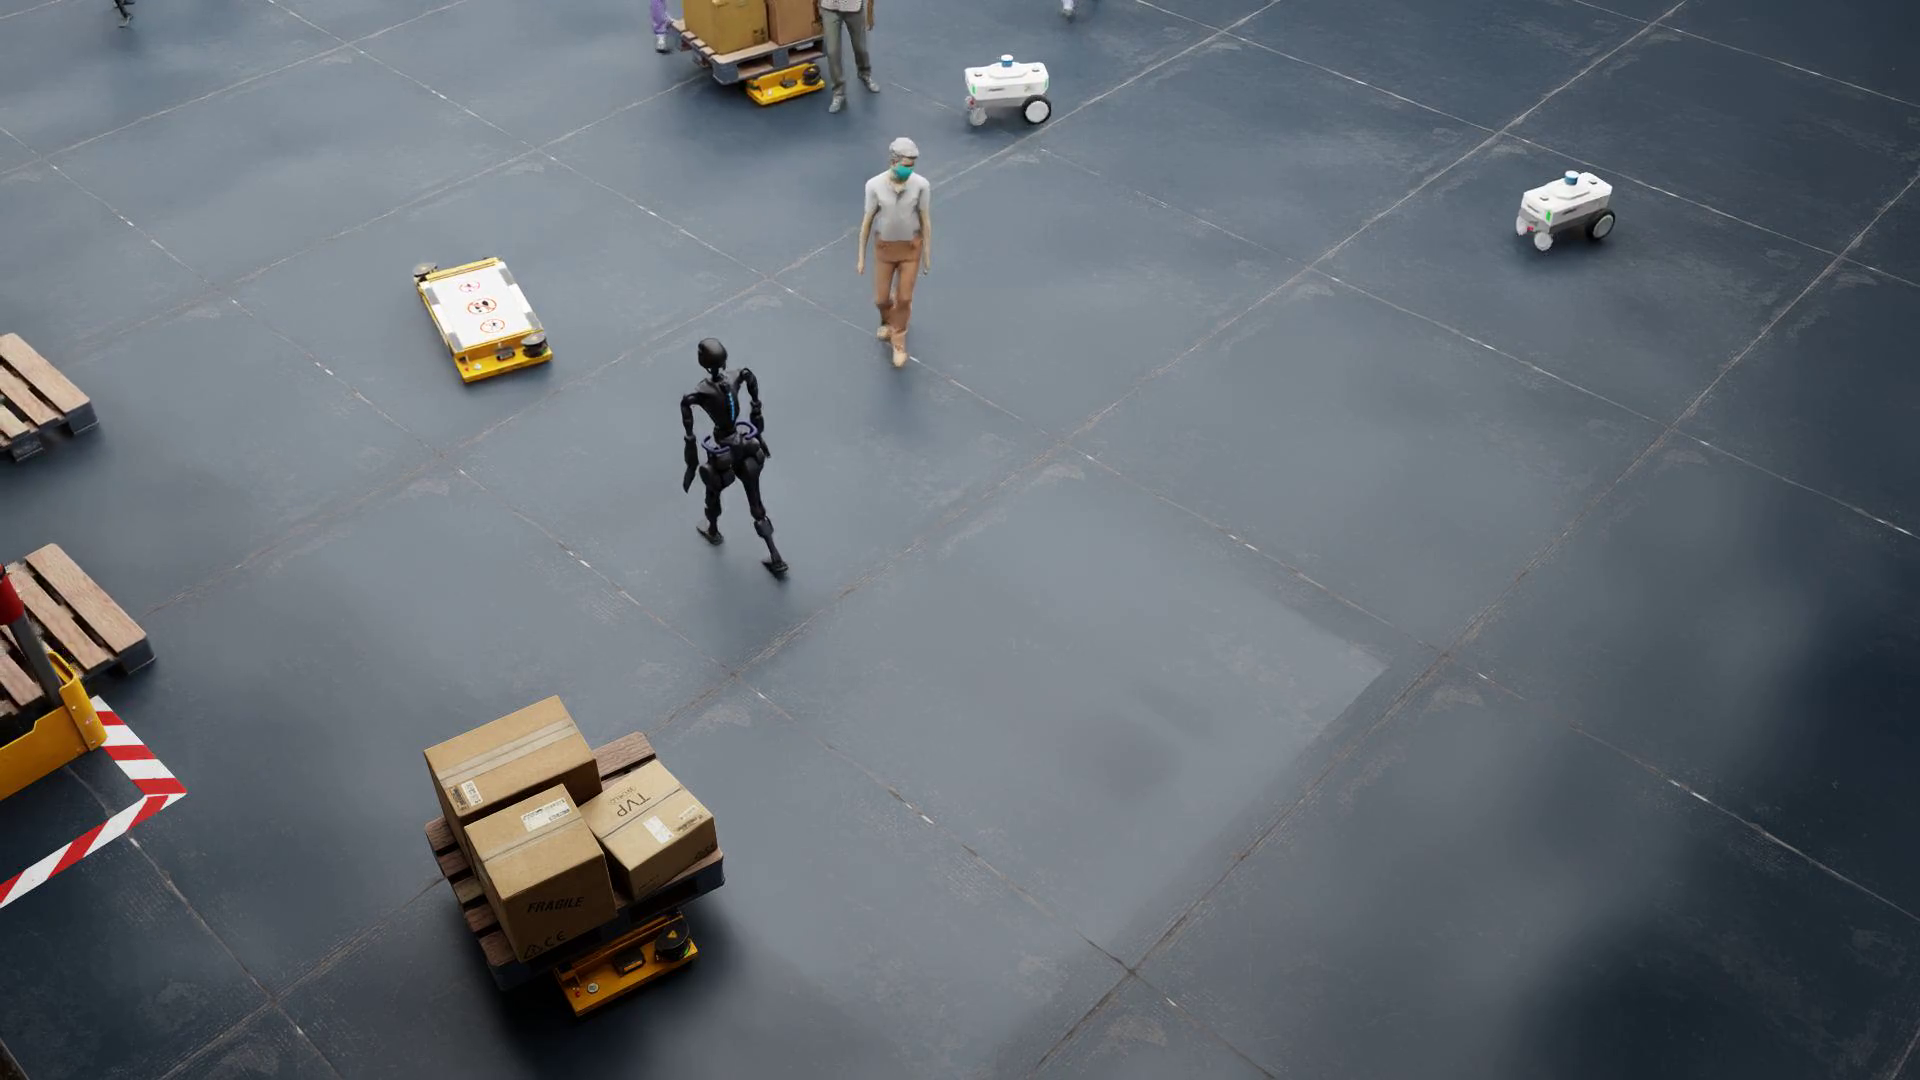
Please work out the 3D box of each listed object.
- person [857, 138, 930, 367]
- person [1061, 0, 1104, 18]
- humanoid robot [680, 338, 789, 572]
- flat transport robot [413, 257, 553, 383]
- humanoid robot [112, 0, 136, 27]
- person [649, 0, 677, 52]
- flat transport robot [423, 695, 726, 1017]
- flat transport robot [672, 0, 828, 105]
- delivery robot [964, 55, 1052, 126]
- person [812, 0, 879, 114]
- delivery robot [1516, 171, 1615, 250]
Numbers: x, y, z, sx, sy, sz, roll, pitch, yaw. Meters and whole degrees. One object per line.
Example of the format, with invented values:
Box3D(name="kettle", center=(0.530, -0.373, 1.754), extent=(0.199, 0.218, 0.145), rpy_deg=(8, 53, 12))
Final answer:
Box3D(name="person", center=(-0.468, -2.051, 11.727), extent=(0.521, 1.712, 0.498), rpy_deg=(-4, 42, -5))
Box3D(name="person", center=(1.286, -5.979, 16.034), extent=(0.576, 1.805, 0.859), rpy_deg=(12, 43, 13))
Box3D(name="humanoid robot", center=(-1.398, -0.521, 10.088), extent=(0.591, 1.629, 0.781), rpy_deg=(-29, 50, -29))
Box3D(name="flat transport robot", center=(-3.577, -1.690, 12.404), extent=(0.659, 0.231, 1.431), rpy_deg=(-19, 45, -20))
Box3D(name="humanoid robot", center=(-8.251, -5.764, 15.884), extent=(0.606, 1.648, 0.463), rpy_deg=(30, 50, 29))
Box3D(name="person", center=(-2.843, -5.546, 15.540), extent=(0.526, 1.813, 0.619), rpy_deg=(28, 49, 28))
Box3D(name="flat transport robot", center=(-1.960, 1.745, 8.587), extent=(0.659, 0.231, 1.431), rpy_deg=(-23, 47, -23))
Box3D(name="flat transport robot", center=(-1.899, -4.480, 15.505), extent=(0.659, 0.231, 1.431), rpy_deg=(-24, 47, -24))
Box3D(name="delivery robot", center=(0.417, -4.015, 14.757), extent=(0.750, 0.570, 0.499), rpy_deg=(-7, 42, -7))
Box3D(name="person", center=(-1.020, -4.695, 14.594), extent=(0.581, 1.812, 0.645), rpy_deg=(5, 42, 5))
Box3D(name="delivery robot", center=(4.836, -2.662, 13.280), extent=(0.778, 0.606, 0.515), rpy_deg=(-20, 46, -21))
